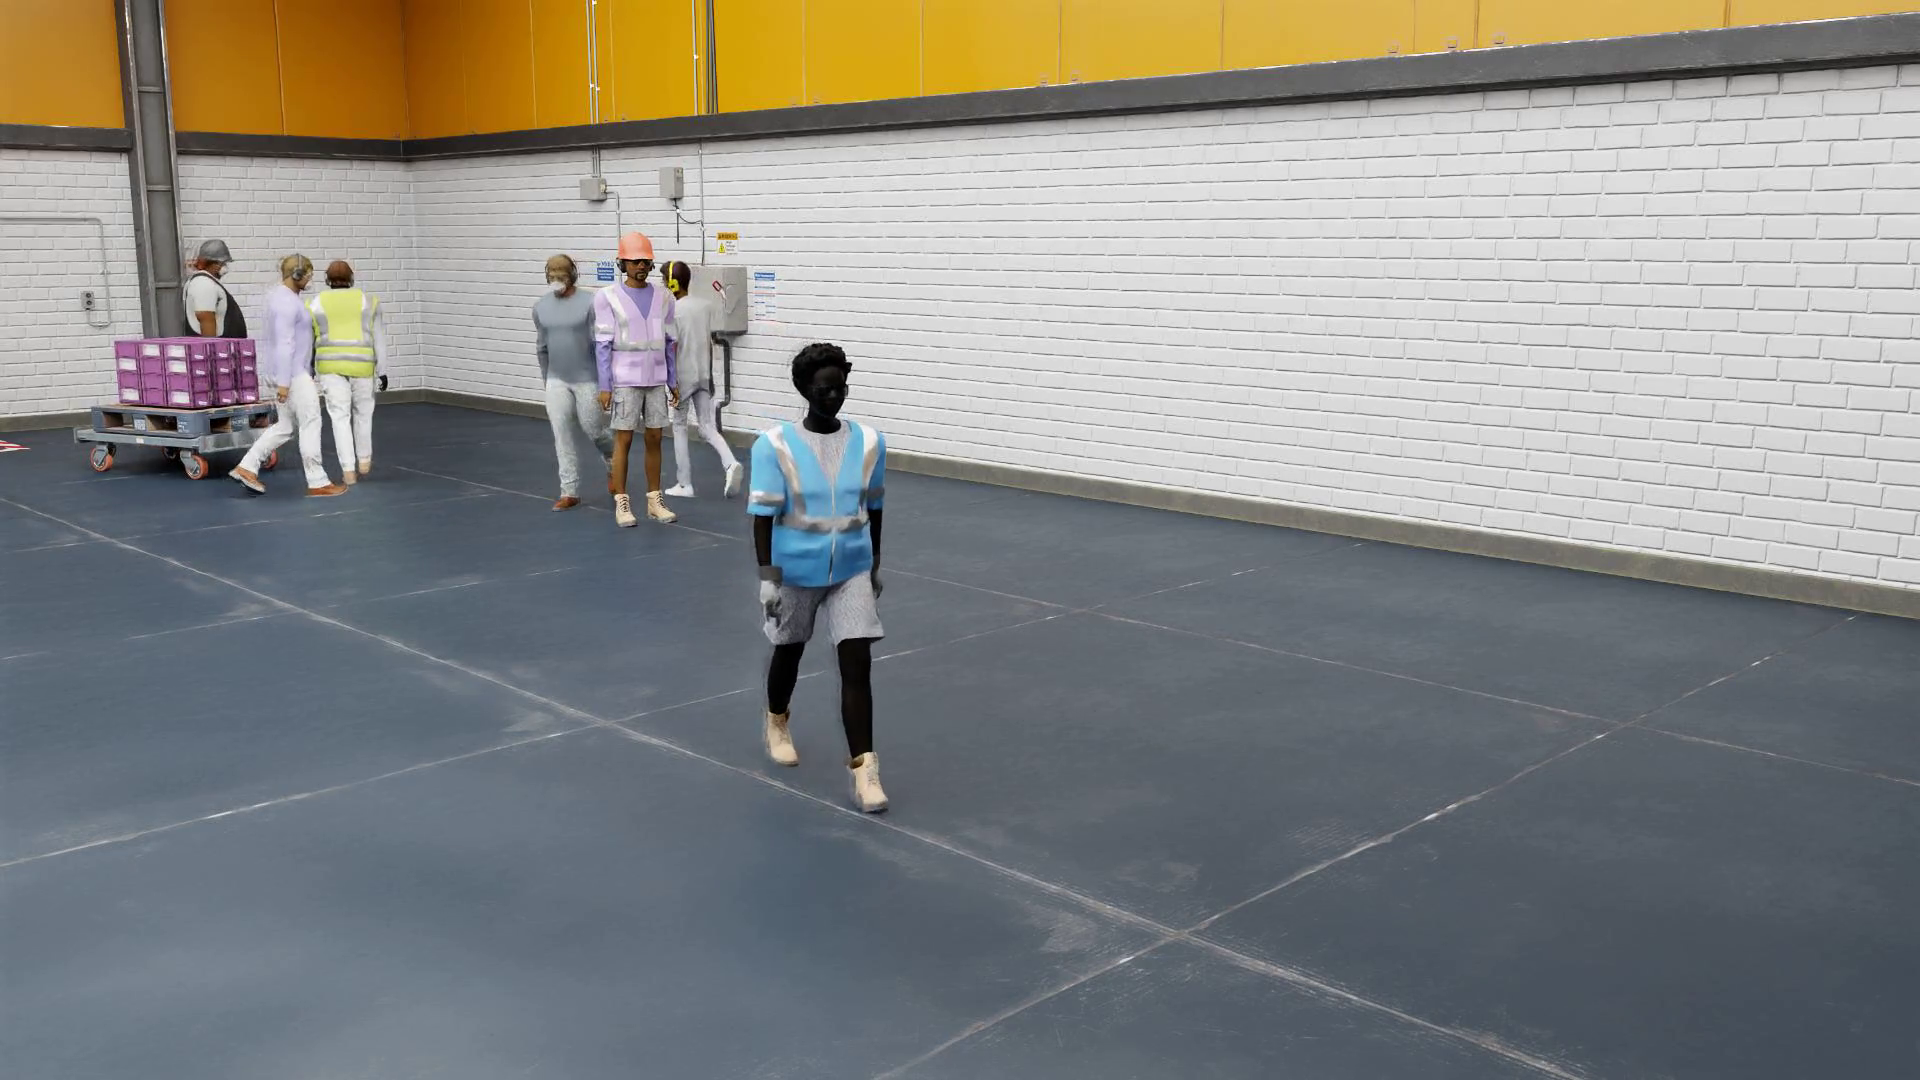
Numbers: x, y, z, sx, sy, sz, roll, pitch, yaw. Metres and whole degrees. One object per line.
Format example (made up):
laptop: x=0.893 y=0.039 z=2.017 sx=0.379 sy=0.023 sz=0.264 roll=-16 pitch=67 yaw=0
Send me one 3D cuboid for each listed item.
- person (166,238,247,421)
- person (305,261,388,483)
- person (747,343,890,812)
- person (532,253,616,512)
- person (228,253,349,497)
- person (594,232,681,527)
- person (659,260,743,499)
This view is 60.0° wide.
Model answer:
person: x=-7.106 y=-1.843 z=15.593 sx=0.794 sy=2.000 sz=0.711 roll=-5 pitch=11 yaw=-24
person: x=-5.129 y=-1.410 z=13.864 sx=0.659 sy=1.802 sz=0.901 roll=-4 pitch=11 yaw=-23
person: x=-0.521 y=0.099 z=6.075 sx=0.544 sy=1.649 sz=0.905 roll=-4 pitch=11 yaw=-22
person: x=-2.836 y=-1.192 z=12.458 sx=0.648 sy=1.906 sz=0.830 roll=3 pitch=11 yaw=16
person: x=-5.248 y=-1.254 z=12.810 sx=0.799 sy=1.905 sz=0.633 roll=-5 pitch=12 yaw=-27
person: x=-2.229 y=-1.115 z=11.613 sx=0.614 sy=2.042 sz=0.373 roll=-8 pitch=13 yaw=-37
person: x=-1.996 y=-1.207 z=12.690 sx=0.775 sy=1.839 sz=0.547 roll=9 pitch=14 yaw=40
